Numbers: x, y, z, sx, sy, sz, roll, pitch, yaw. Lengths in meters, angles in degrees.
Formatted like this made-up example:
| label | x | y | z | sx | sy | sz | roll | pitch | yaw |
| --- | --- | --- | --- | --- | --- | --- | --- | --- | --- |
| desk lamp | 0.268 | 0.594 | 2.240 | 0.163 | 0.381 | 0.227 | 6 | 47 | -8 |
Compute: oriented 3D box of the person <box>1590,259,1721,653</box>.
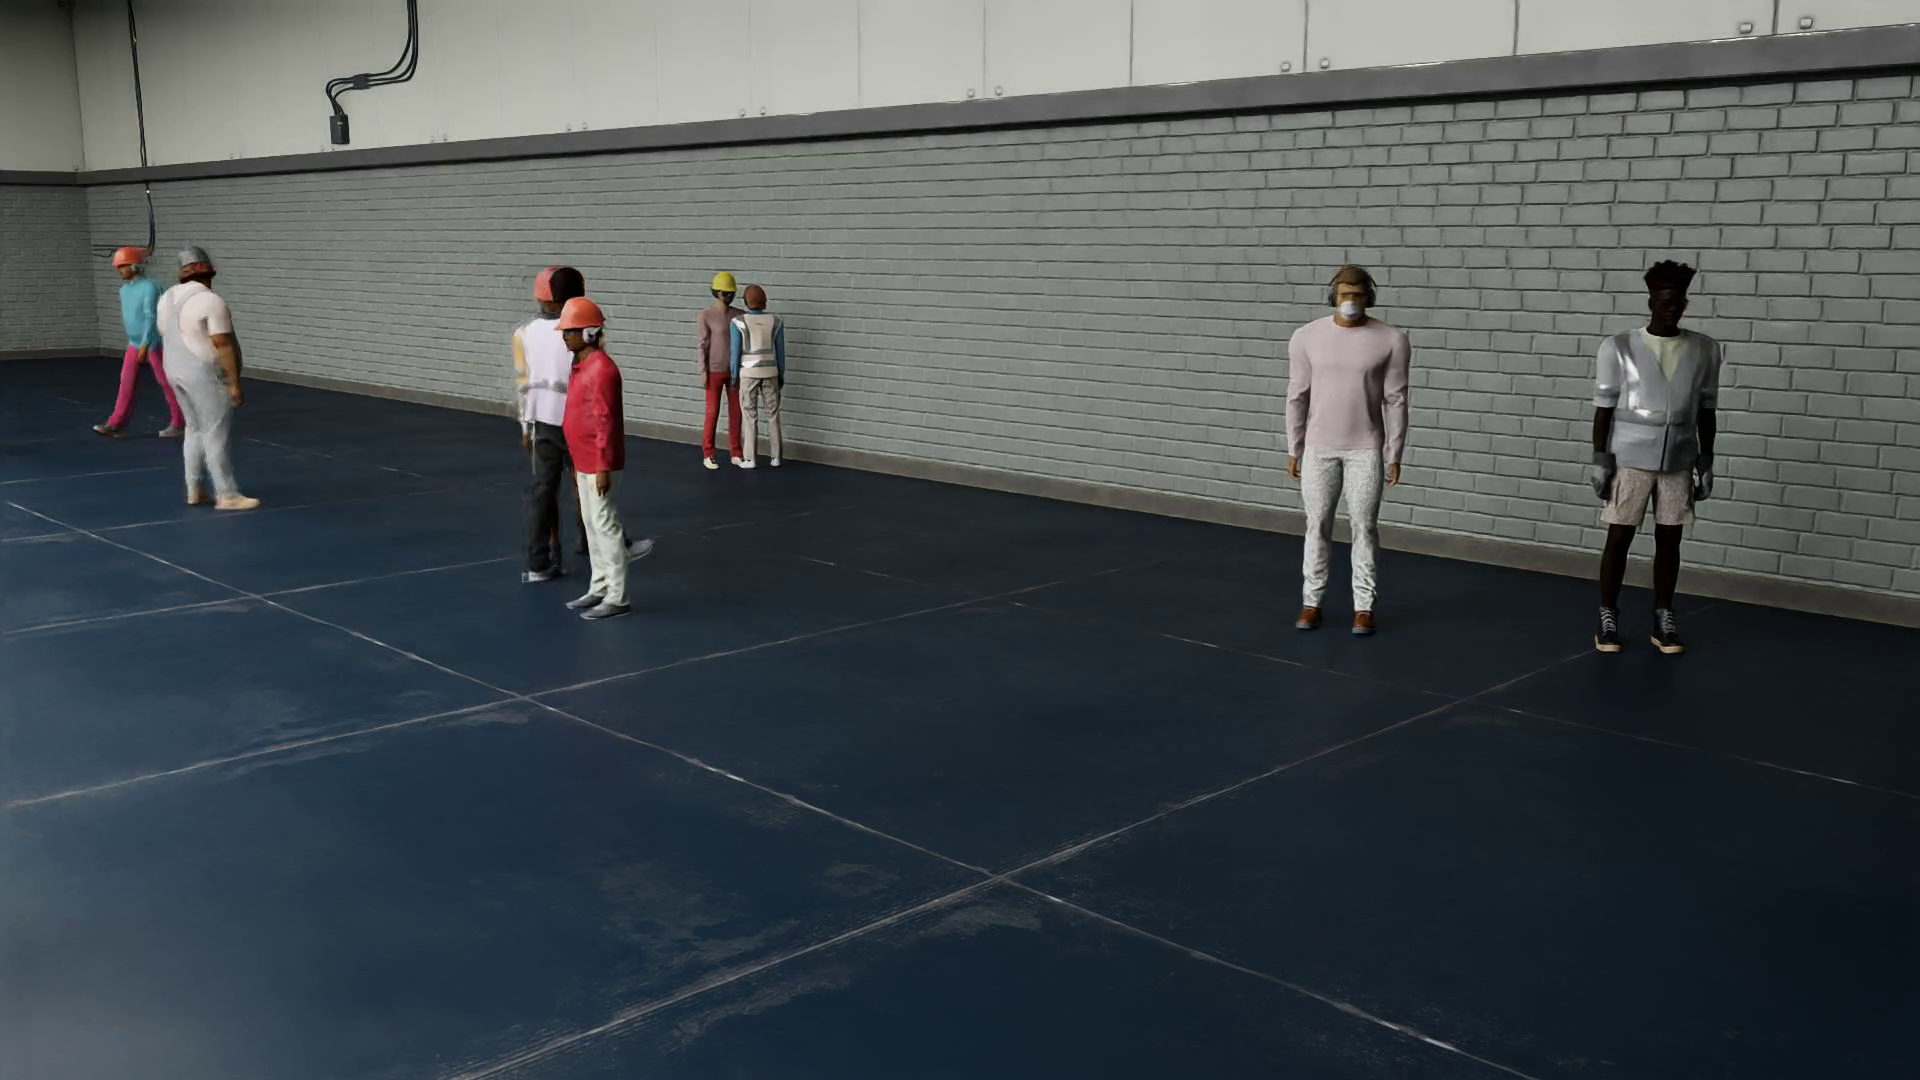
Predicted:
| label | x | y | z | sx | sy | sz | roll | pitch | yaw |
| --- | --- | --- | --- | --- | --- | --- | --- | --- | --- |
| person | 3.451 | -0.405 | 8.281 | 0.610 | 1.959 | 0.367 | 1 | 10 | 4 |

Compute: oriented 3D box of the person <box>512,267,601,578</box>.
| label | x | y | z | sx | sy | sz | roll | pitch | yaw |
| --- | --- | --- | --- | --- | --- | --- | --- | --- | --- |
| person | -2.491 | -0.766 | 10.446 | 0.575 | 1.888 | 0.978 | -1 | 10 | -8 |

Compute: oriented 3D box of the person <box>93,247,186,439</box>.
| label | x | y | z | sx | sy | sz | roll | pitch | yaw |
| --- | --- | --- | --- | --- | --- | --- | --- | --- | --- |
| person | -8.383 | -1.988 | 16.935 | 0.625 | 1.939 | 0.986 | 5 | 12 | 27 |

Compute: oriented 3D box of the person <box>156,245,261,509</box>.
| label | x | y | z | sx | sy | sz | roll | pitch | yaw |
| --- | --- | --- | --- | --- | --- | --- | --- | --- | --- |
| person | -5.713 | -1.250 | 12.663 | 0.820 | 2.000 | 0.534 | 7 | 12 | 33 |

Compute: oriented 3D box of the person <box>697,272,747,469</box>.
| label | x | y | z | sx | sy | sz | roll | pitch | yaw |
| --- | --- | --- | --- | --- | --- | --- | --- | --- | --- |
| person | -2.090 | -1.505 | 14.835 | 0.524 | 1.760 | 0.350 | -8 | 13 | -36 |

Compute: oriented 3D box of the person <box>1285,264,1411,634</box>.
| label | x | y | z | sx | sy | sz | roll | pitch | yaw |
| --- | --- | --- | --- | --- | --- | --- | --- | --- | --- |
| person | 2.015 | -0.471 | 8.720 | 0.627 | 1.932 | 0.366 | 3 | 11 | 18 |

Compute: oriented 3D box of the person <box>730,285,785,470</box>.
| label | x | y | z | sx | sy | sz | roll | pitch | yaw |
| --- | --- | --- | --- | --- | --- | --- | --- | --- | --- |
| person | -1.801 | -1.444 | 14.821 | 0.522 | 1.636 | 0.311 | -5 | 12 | -27 |

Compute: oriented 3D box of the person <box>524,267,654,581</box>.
| label | x | y | z | sx | sy | sz | roll | pitch | yaw |
| --- | --- | --- | --- | --- | --- | --- | --- | --- | --- |
| person | -2.352 | -0.717 | 10.211 | 0.607 | 1.870 | 0.973 | 7 | 13 | 34 |

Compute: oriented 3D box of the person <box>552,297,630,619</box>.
| label | x | y | z | sx | sy | sz | roll | pitch | yaw |
| --- | --- | --- | --- | --- | --- | --- | --- | --- | --- |
| person | -2.020 | -0.445 | 9.088 | 0.346 | 1.746 | 0.571 | -5 | 12 | -27 |
